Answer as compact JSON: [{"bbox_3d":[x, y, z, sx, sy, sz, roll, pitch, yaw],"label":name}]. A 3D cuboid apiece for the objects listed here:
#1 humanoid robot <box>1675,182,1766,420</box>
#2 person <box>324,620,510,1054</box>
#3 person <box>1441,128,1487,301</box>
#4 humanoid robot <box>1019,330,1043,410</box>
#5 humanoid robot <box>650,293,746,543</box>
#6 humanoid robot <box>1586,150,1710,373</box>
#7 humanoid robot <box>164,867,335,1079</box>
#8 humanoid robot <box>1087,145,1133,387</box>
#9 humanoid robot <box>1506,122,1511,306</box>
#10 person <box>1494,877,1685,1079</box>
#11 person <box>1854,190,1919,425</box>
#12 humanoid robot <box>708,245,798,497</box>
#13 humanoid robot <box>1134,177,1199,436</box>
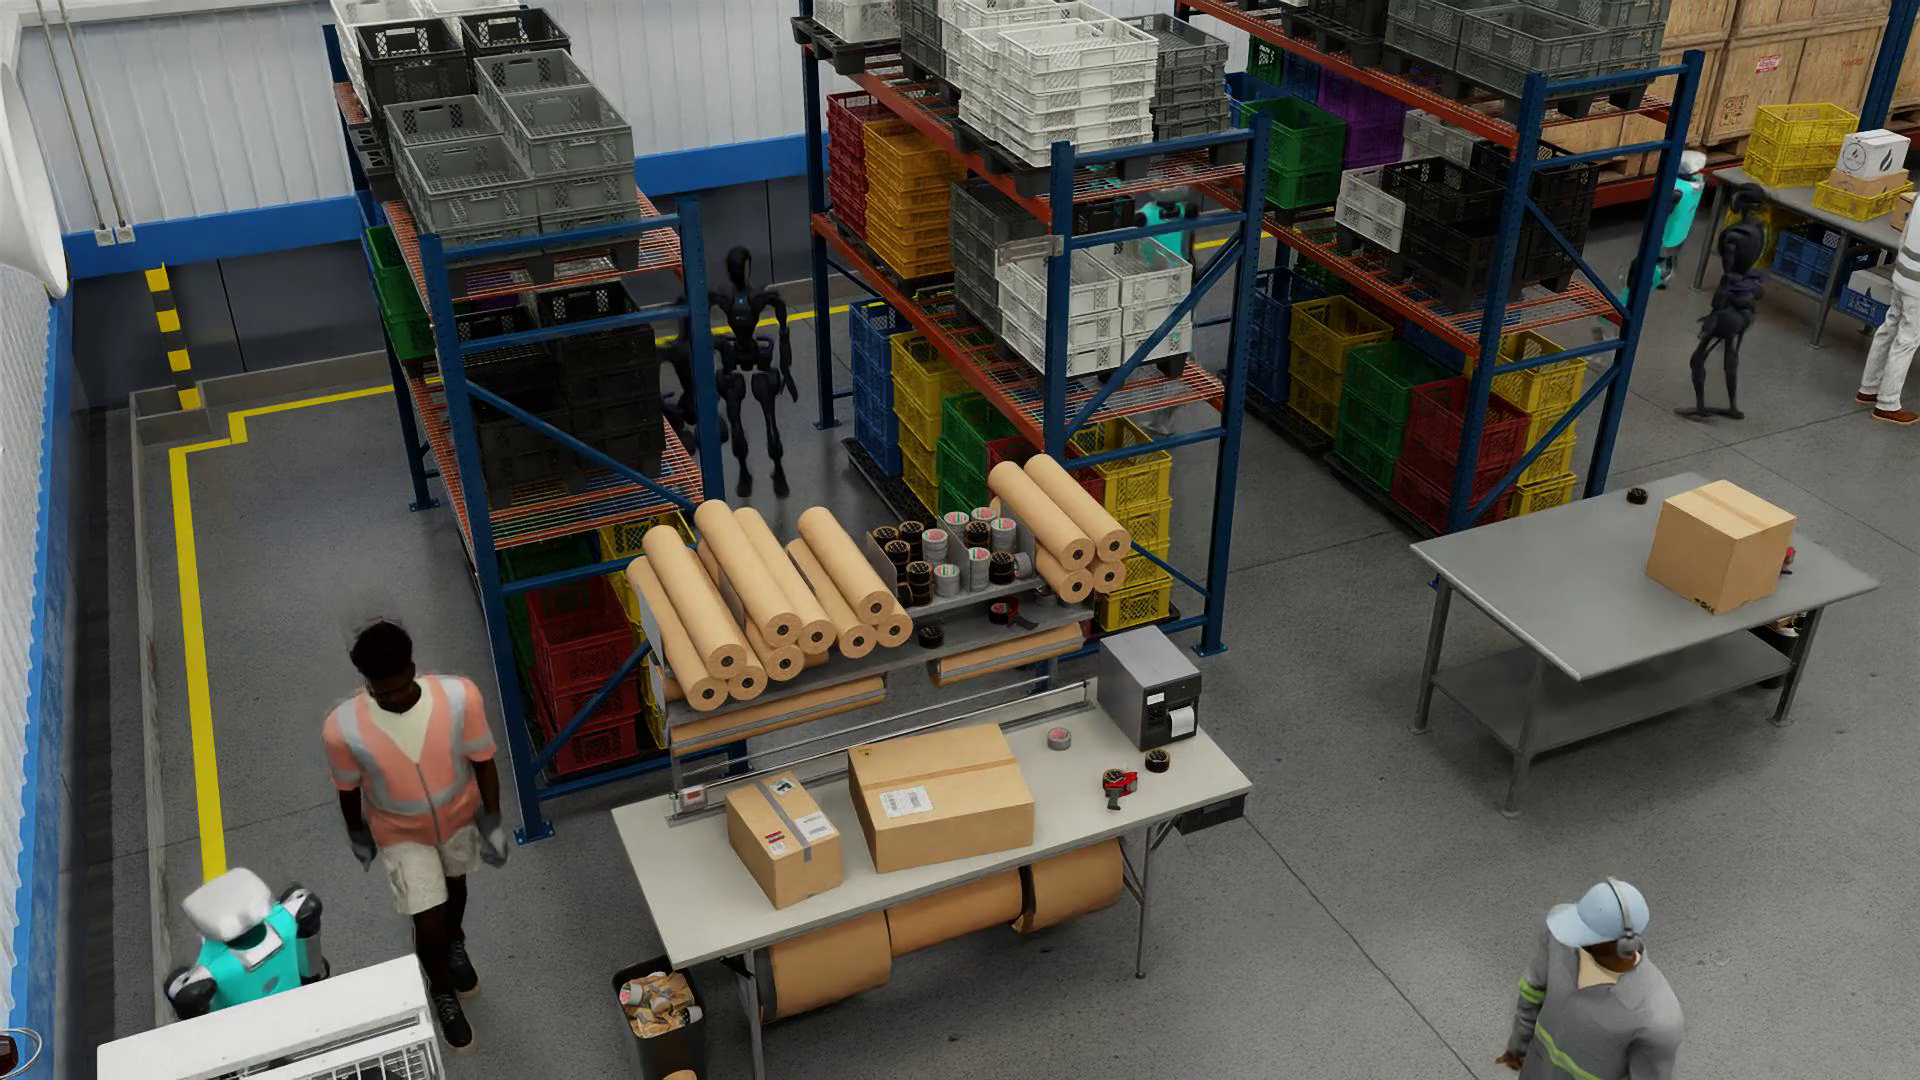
[{"bbox_3d":[5.221,-1.572,11.187,0.461,1.633,0.608,25,39,34],"label":"humanoid robot"},{"bbox_3d":[-2.059,1.149,6.516,0.600,1.926,0.750,-18,36,-27],"label":"person"},{"bbox_3d":[3.337,-1.828,11.251,0.389,2.039,0.610,-11,33,-18],"label":"person"},{"bbox_3d":[0.507,-1.644,11.186,0.548,1.756,0.679,17,36,26],"label":"humanoid robot"},{"bbox_3d":[-1.589,-0.685,9.788,0.587,1.656,0.635,-19,36,-28],"label":"humanoid robot"},{"bbox_3d":[4.691,-1.904,11.703,0.796,1.810,0.547,27,40,36],"label":"humanoid robot"},{"bbox_3d":[-2.507,1.759,5.756,0.859,1.803,0.546,19,36,28],"label":"humanoid robot"},{"bbox_3d":[1.109,-1.845,11.597,0.530,1.811,0.724,-18,36,-27],"label":"humanoid robot"},{"bbox_3d":[4.072,-2.527,12.757,0.673,1.634,0.592,8,32,12],"label":"humanoid robot"},{"bbox_3d":[2.010,1.821,5.509,0.407,1.847,0.589,-12,34,-19],"label":"person"},{"bbox_3d":[6.462,-1.700,11.189,0.355,1.887,0.573,2,32,3],"label":"person"},{"bbox_3d":[-1.317,-1.032,10.293,0.611,1.649,0.343,-2,32,-3],"label":"humanoid robot"},{"bbox_3d":[1.430,-1.399,10.883,0.559,1.830,0.794,-17,36,-26],"label":"humanoid robot"}]
